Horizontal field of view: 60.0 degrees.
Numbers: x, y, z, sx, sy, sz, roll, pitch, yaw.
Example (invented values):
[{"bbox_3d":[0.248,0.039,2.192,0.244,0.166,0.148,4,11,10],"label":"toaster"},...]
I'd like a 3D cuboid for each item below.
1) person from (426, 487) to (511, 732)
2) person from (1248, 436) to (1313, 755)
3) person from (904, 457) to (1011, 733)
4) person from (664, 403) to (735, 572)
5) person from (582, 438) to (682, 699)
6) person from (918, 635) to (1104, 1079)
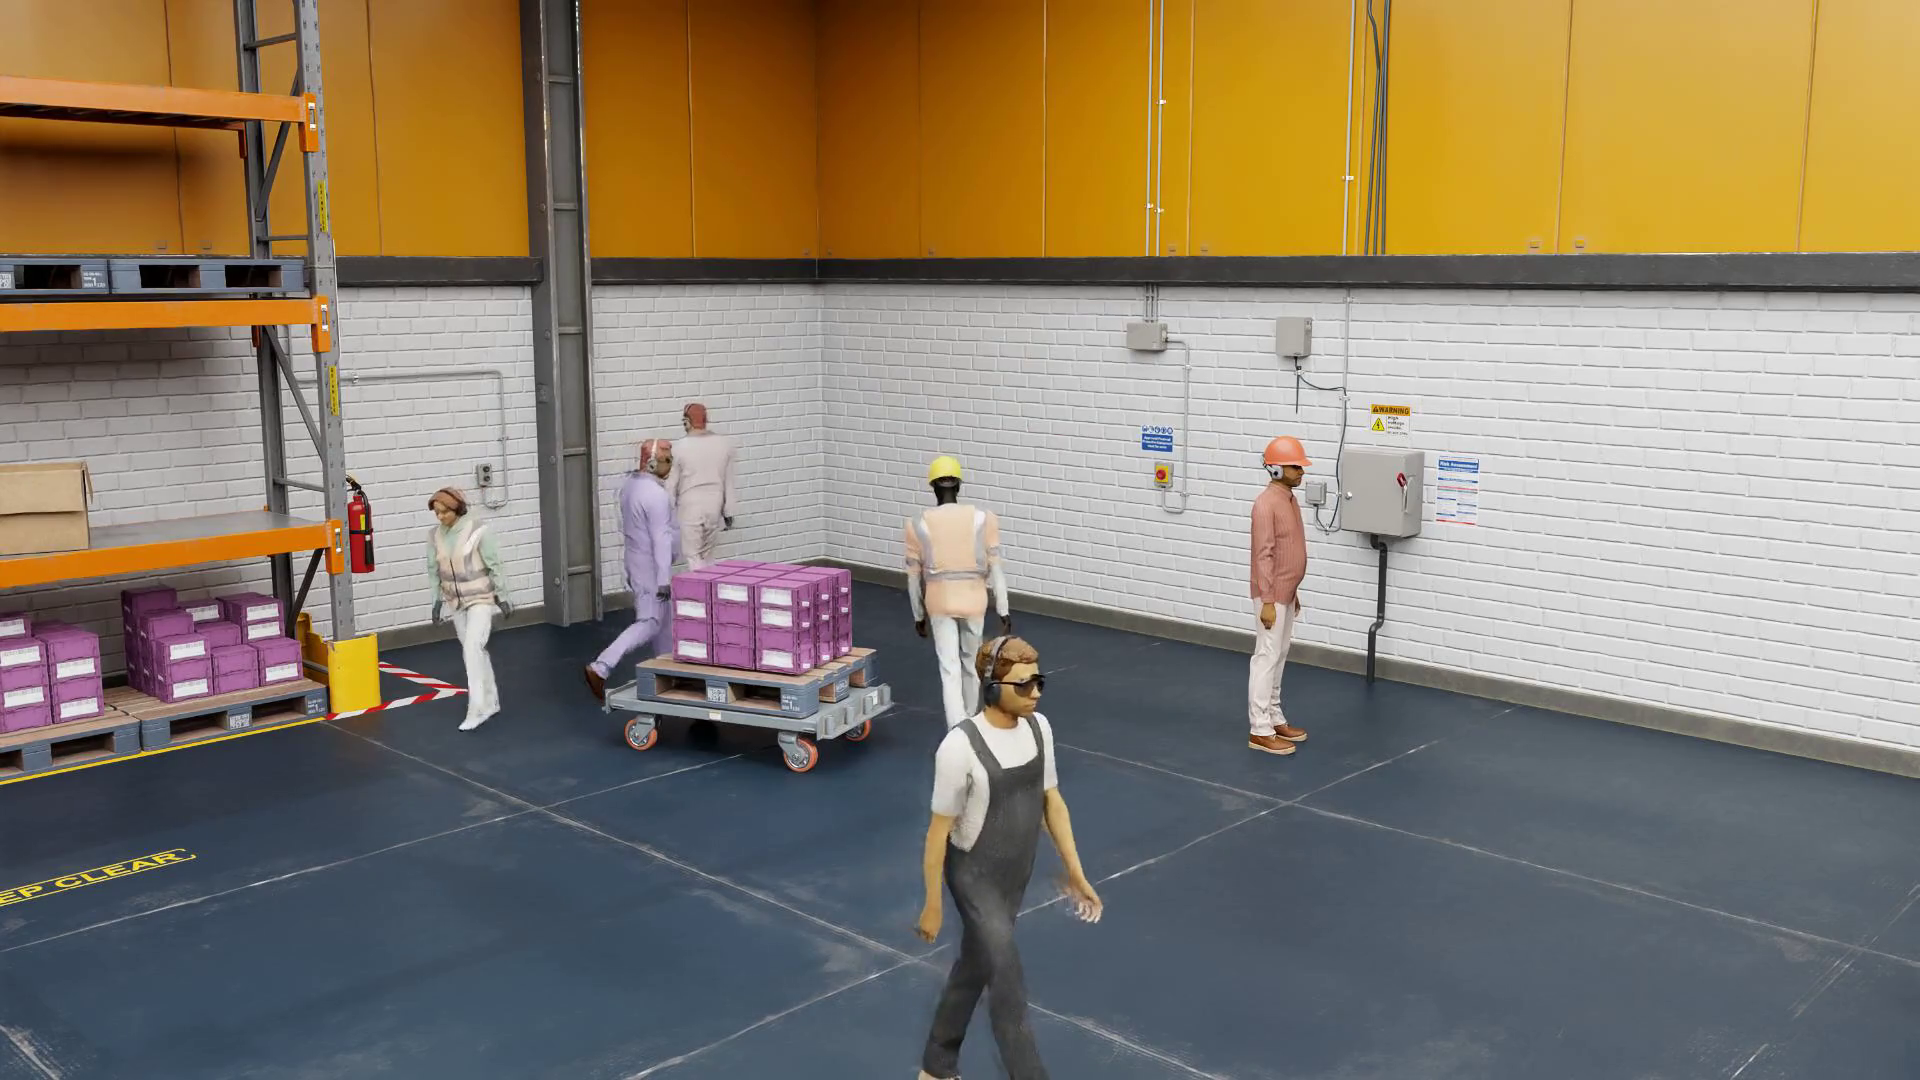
[{"bbox_3d":[-3.288,0.449,10.985,0.552,1.601,0.694,4,10,25],"label":"person"},{"bbox_3d":[2.016,0.335,10.511,0.382,1.995,0.612,4,10,25],"label":"person"},{"bbox_3d":[-0.023,0.412,10.472,0.654,1.849,0.984,-1,9,-7],"label":"person"},{"bbox_3d":[-2.287,-0.259,14.514,0.659,1.883,0.801,-7,12,-37],"label":"person"},{"bbox_3d":[-2.241,0.211,11.669,0.838,1.872,0.648,-5,10,-28],"label":"person"},{"bbox_3d":[0.168,1.209,5.742,0.944,1.796,0.515,7,12,37],"label":"person"}]
